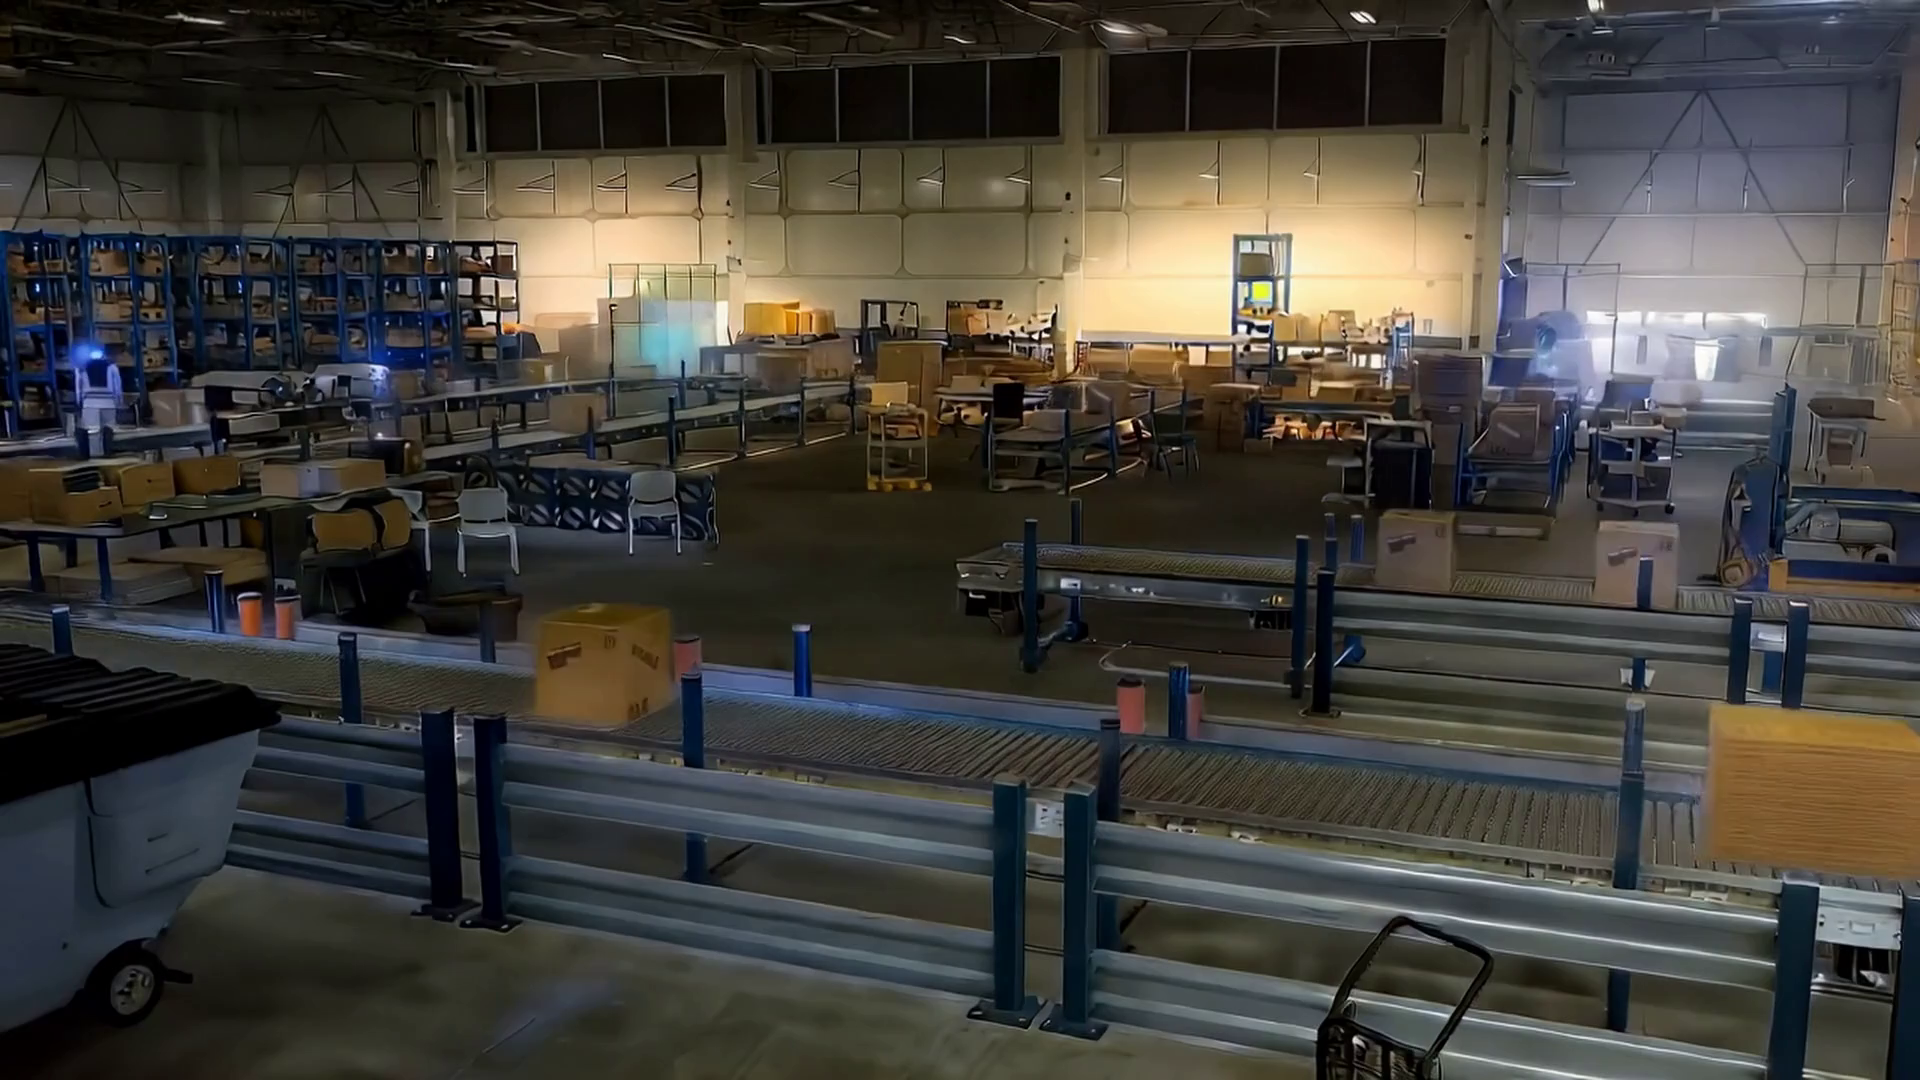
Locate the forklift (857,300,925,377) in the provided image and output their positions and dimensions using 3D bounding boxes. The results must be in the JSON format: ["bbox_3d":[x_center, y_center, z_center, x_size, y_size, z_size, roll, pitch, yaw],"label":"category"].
[{"bbox_3d":[-1.732,-5.109,42.468,1.157,1.987,2.680,4,10,22],"label":"forklift"}]

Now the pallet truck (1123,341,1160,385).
[{"bbox_3d":[4.445,-4.380,41.279,0.680,1.201,1.601,4,10,22],"label":"pallet truck"}]

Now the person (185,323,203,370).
[{"bbox_3d":[-17.929,-4.303,38.994,0.563,1.838,0.383,-8,12,-40],"label":"person"}]

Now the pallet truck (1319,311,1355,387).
[{"bbox_3d":[9.071,-4.419,39.190,0.823,1.965,1.885,5,10,26],"label":"pallet truck"}]

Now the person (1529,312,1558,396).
[{"bbox_3d":[13.033,-4.063,37.011,0.925,2.020,0.617,-5,10,-27],"label":"person"}]

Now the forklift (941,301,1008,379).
[{"bbox_3d":[0.365,-4.966,41.571,1.157,1.987,2.680,3,10,20],"label":"forklift"}]

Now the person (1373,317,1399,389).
[{"bbox_3d":[9.312,-3.941,36.570,0.407,1.910,0.640,-5,11,-29],"label":"person"}]

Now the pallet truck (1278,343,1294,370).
[{"bbox_3d":[7.886,-4.163,39.743,0.653,1.274,1.630,4,10,22],"label":"pallet truck"}]

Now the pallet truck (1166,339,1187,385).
[{"bbox_3d":[5.418,-4.269,40.420,0.704,1.261,1.522,3,10,20],"label":"pallet truck"}]

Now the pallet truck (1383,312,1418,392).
[{"bbox_3d":[10.207,-4.283,38.369,0.823,1.965,1.885,3,10,20],"label":"pallet truck"}]

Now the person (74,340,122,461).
[{"bbox_3d":[-12.889,-2.014,24.859,0.632,1.928,0.439,-8,13,-41],"label":"person"}]
